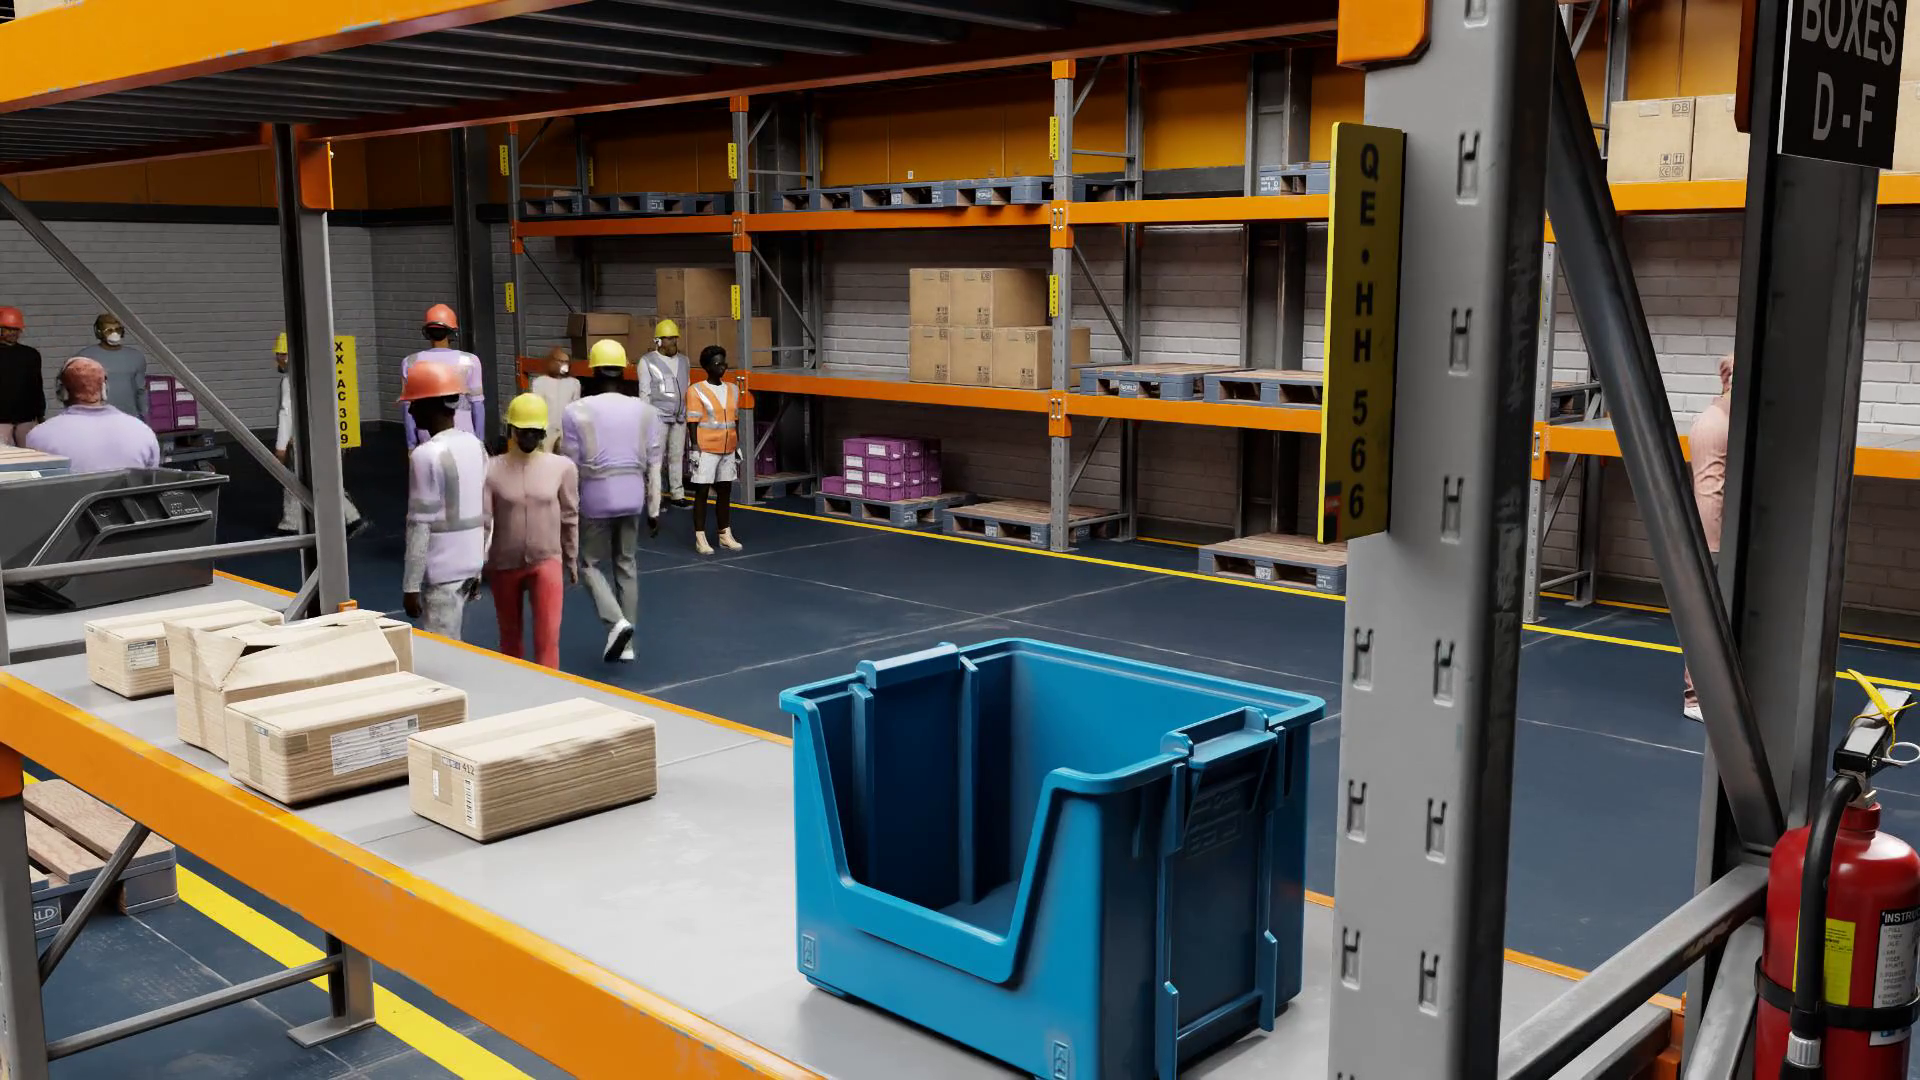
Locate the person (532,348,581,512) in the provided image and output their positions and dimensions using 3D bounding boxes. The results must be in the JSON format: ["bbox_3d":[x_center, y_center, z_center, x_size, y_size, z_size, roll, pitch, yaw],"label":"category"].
[{"bbox_3d":[-3.737,-0.990,15.485,0.505,1.581,0.900,-6,11,-31],"label":"person"}]

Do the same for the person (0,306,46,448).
[{"bbox_3d":[-8.578,-1.098,14.996,0.587,1.998,0.637,7,11,35],"label":"person"}]

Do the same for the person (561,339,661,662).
[{"bbox_3d":[-2.009,-0.205,9.666,0.606,1.908,0.534,-6,11,-34],"label":"person"}]

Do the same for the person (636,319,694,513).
[{"bbox_3d":[-2.789,-1.184,15.895,0.404,1.837,0.588,9,13,43],"label":"person"}]

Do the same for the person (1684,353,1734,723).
[{"bbox_3d":[3.951,-0.013,8.488,0.411,1.913,0.643,9,13,43],"label":"person"}]

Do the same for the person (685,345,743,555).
[{"bbox_3d":[-1.996,-0.735,13.565,0.318,1.700,0.534,9,13,43],"label":"person"}]

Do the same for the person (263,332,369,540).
[{"bbox_3d":[-5.512,-0.873,14.164,0.905,1.795,0.610,-1,9,-5],"label":"person"}]

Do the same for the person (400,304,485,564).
[{"bbox_3d":[-3.973,-0.791,12.849,0.605,2.045,0.388,-2,9,-11],"label":"person"}]

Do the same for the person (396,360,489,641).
[{"bbox_3d":[-2.352,0.119,7.706,0.857,1.908,0.555,2,9,10],"label":"person"}]

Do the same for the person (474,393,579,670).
[{"bbox_3d":[-2.163,0.123,8.272,0.557,1.704,0.950,-3,10,-19],"label":"person"}]

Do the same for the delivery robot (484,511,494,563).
[{"bbox_3d":[-3.377,0.010,12.208,0.707,0.478,0.477,2,9,10],"label":"delivery robot"}]

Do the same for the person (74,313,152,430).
[{"bbox_3d":[-7.340,-1.000,14.461,0.369,1.937,0.640,7,12,38],"label":"person"}]

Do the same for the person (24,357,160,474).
[{"bbox_3d":[-4.349,0.034,8.303,0.811,1.877,0.677,8,12,40],"label":"person"}]
